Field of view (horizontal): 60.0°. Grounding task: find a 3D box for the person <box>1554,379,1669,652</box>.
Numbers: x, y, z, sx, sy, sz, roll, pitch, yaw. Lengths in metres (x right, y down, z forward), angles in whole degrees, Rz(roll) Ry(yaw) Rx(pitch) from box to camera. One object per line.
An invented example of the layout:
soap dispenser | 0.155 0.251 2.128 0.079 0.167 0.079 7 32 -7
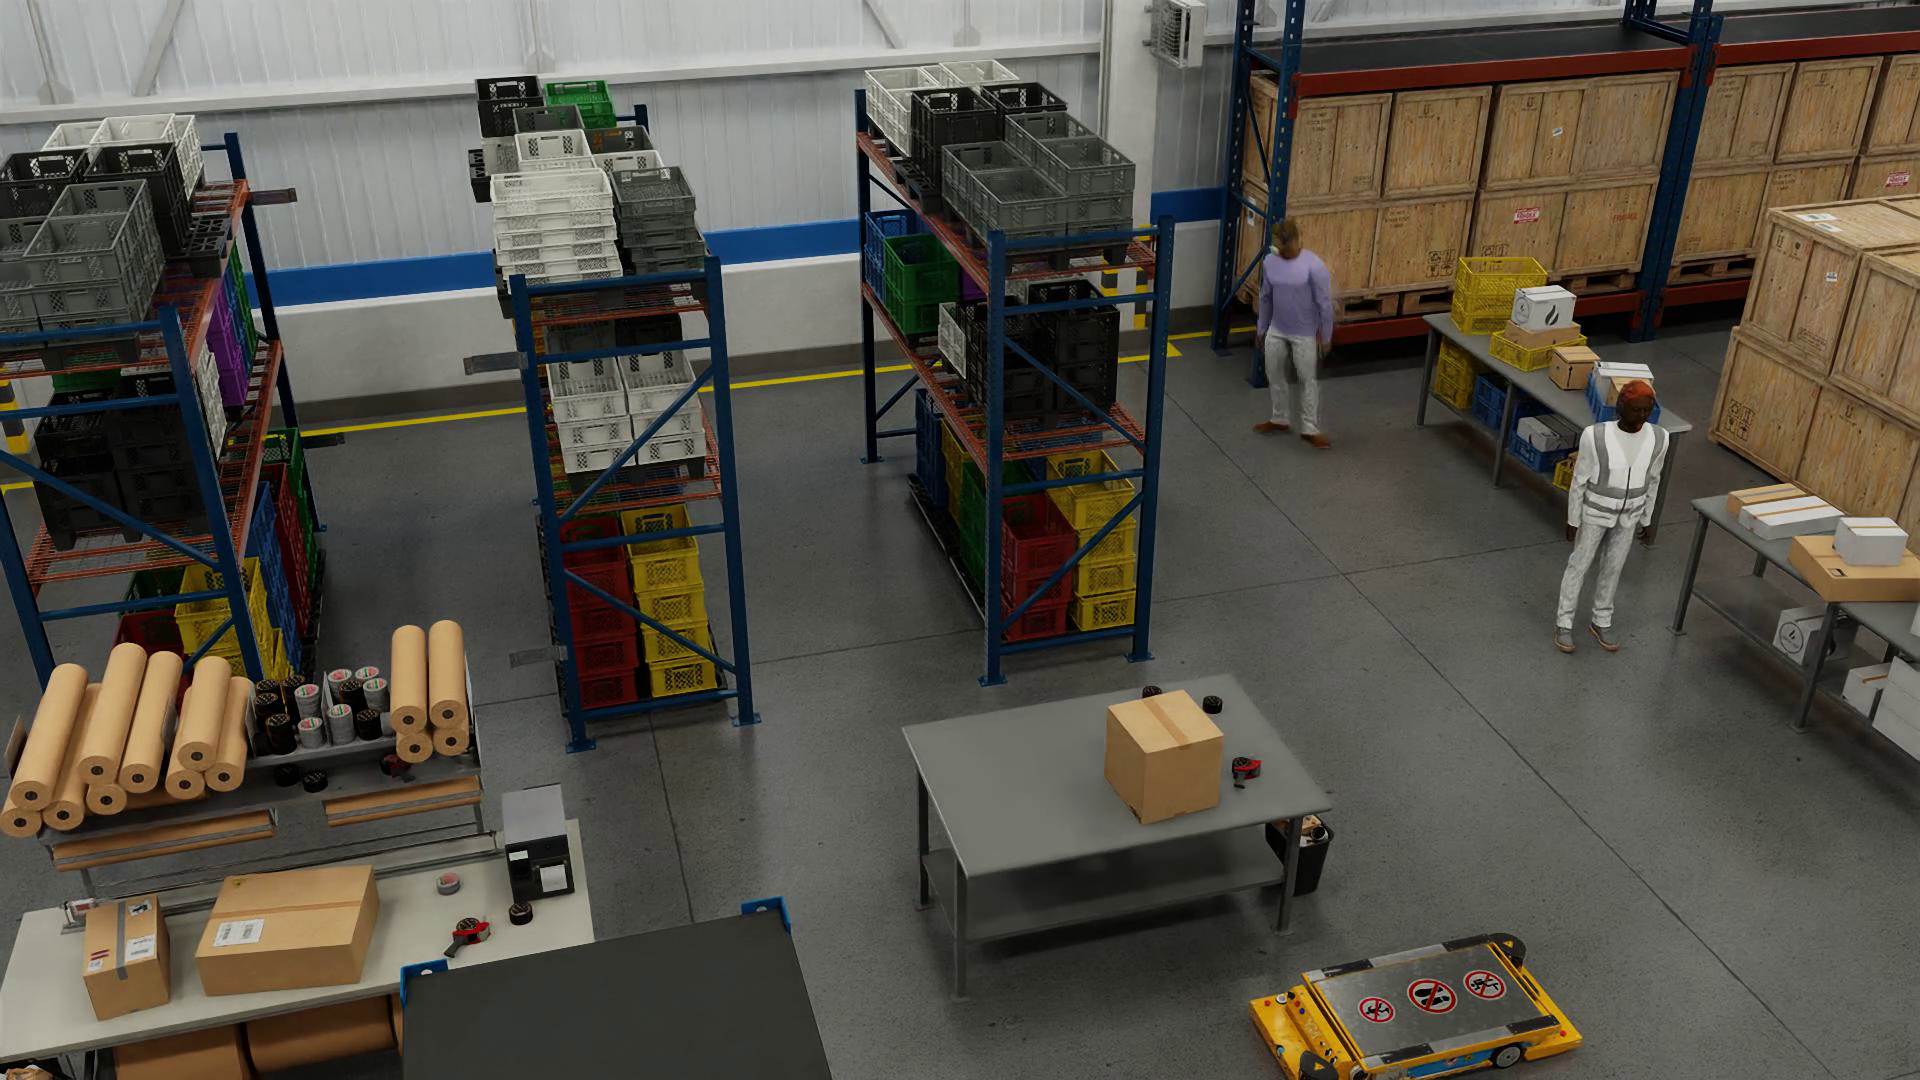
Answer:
person | 4.197 -0.148 10.739 0.574 1.885 0.356 -2 29 -3

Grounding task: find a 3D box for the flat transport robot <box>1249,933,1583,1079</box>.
flat transport robot | 2.184 2.282 7.980 1.431 0.197 0.652 -8 30 -14

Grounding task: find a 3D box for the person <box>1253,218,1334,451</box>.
person | 2.756 -1.654 13.487 0.813 1.897 0.361 24 37 37
